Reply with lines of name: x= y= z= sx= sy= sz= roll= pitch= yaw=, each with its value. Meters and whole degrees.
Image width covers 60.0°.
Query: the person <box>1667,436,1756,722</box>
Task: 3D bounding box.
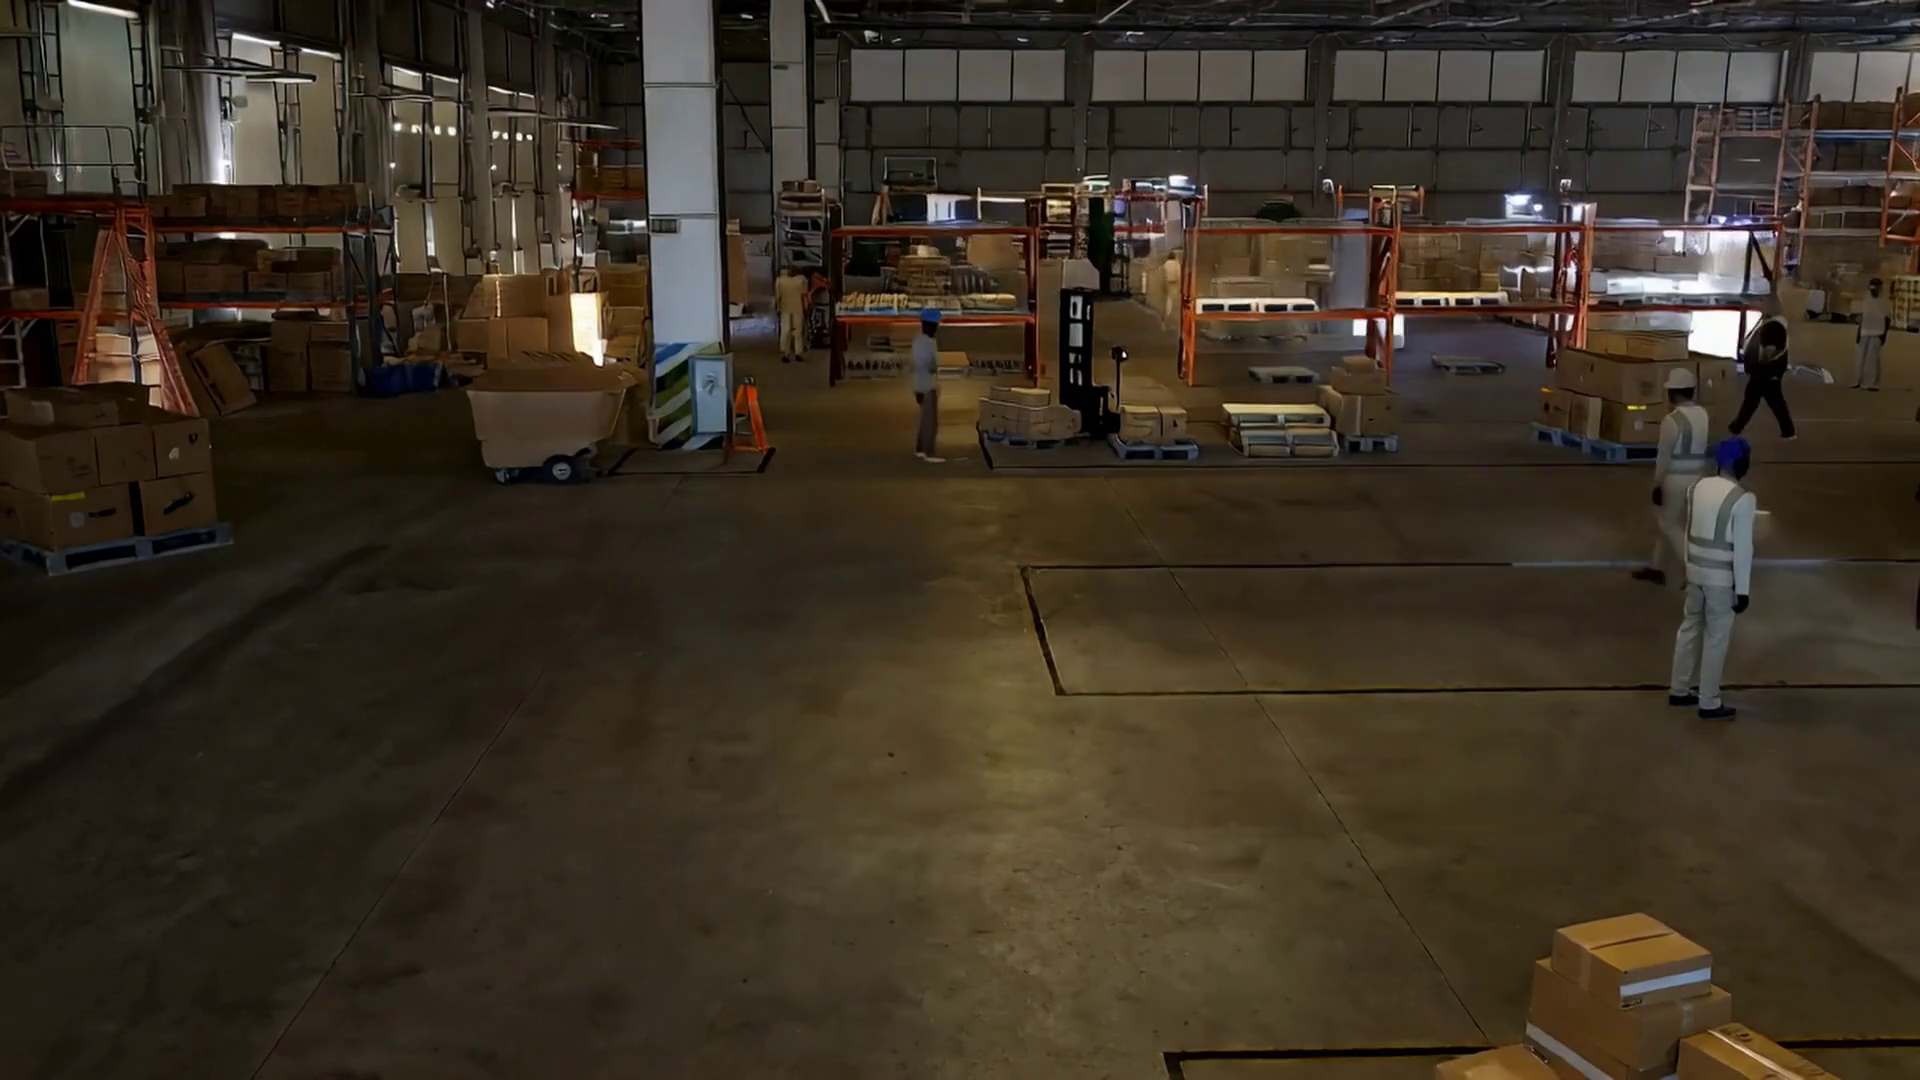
person: x=4.944 y=0.250 z=10.892 sx=0.354 sy=1.877 sz=0.574 roll=-3 pitch=13 yaw=-15

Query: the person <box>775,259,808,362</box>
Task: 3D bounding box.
person: x=-3.180 y=-4.328 z=31.442 sx=0.627 sy=1.926 sz=0.420 roll=-3 pitch=13 yaw=-14

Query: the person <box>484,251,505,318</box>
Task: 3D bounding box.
person: x=-11.479 y=-6.269 z=40.875 sx=0.525 sy=1.632 sz=0.318 roll=9 pitch=15 yaw=36

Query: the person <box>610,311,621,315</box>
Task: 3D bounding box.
person: x=-8.469 y=-6.605 z=41.753 sx=0.676 sy=1.905 sz=0.602 roll=-12 pitch=17 yaw=-43

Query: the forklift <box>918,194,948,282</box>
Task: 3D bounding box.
forklift: x=-0.769 y=-9.867 z=54.269 sx=1.873 sy=2.768 sz=1.129 roll=-7 pitch=14 yaw=-30

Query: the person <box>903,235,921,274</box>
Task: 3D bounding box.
person: x=-1.398 y=-8.253 z=49.687 sx=0.552 sy=1.682 sz=0.496 roll=5 pitch=14 yaw=23

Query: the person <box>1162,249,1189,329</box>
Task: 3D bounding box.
person: x=4.914 y=-5.735 z=38.010 sx=0.642 sy=1.828 sz=0.531 roll=9 pitch=15 yaw=35

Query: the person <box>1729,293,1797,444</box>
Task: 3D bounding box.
person: x=10.697 y=-2.304 z=22.036 sx=1.002 sy=2.000 sz=0.688 roll=7 pitch=14 yaw=30

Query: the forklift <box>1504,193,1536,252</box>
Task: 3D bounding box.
forklift: x=19.125 y=-10.478 z=57.029 sx=1.129 sy=2.768 sz=1.873 roll=7 pitch=14 yaw=30

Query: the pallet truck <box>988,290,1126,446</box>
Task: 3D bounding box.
pallet truck: x=1.257 y=-2.299 z=22.111 sx=1.885 sy=1.965 sz=0.823 roll=-9 pitch=15 yaw=-35

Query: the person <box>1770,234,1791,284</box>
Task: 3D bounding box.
person: x=25.342 y=-8.609 z=51.345 sx=0.519 sy=1.674 sz=0.450 roll=4 pitch=13 yaw=17

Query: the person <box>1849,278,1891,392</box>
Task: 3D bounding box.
person: x=14.929 y=-3.363 z=27.236 sx=0.324 sy=1.858 sz=0.531 roll=-7 pitch=14 yaw=-28

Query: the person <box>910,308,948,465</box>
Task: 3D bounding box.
person: x=-0.398 y=-1.901 z=20.528 sx=0.423 sy=1.905 sz=0.586 roll=-1 pitch=13 yaw=-6

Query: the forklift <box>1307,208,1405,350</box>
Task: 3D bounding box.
forklift: x=7.984 y=-5.283 z=33.575 sx=1.873 sy=2.768 sz=1.129 roll=0 pitch=12 yaw=-2

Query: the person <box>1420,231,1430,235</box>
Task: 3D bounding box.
person: x=17.206 y=-10.922 z=61.268 sx=0.905 sy=1.891 sz=0.566 roll=-1 pitch=13 yaw=-7

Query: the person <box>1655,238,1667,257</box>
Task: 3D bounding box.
person: x=20.283 y=-7.885 z=48.074 sx=0.811 sy=1.668 sz=0.527 roll=11 pitch=16 yaw=40

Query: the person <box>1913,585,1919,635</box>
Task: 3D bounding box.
person: x=7.631 y=-0.186 z=12.829 sx=0.338 sy=1.882 sz=0.582 roll=8 pitch=15 yaw=34

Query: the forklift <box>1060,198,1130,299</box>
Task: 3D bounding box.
forklift: x=3.798 y=-8.210 z=46.791 sx=1.873 sy=2.768 sz=1.129 roll=0 pitch=12 yaw=-2

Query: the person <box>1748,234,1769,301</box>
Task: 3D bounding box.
person: x=21.268 y=-7.182 z=44.349 sx=0.625 sy=1.919 sz=0.450 roll=-5 pitch=14 yaw=-23

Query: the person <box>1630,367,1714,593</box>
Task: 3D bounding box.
person: x=6.163 y=-0.508 z=14.204 sx=0.625 sy=1.922 sz=0.777 roll=-9 pitch=15 yaw=-36
